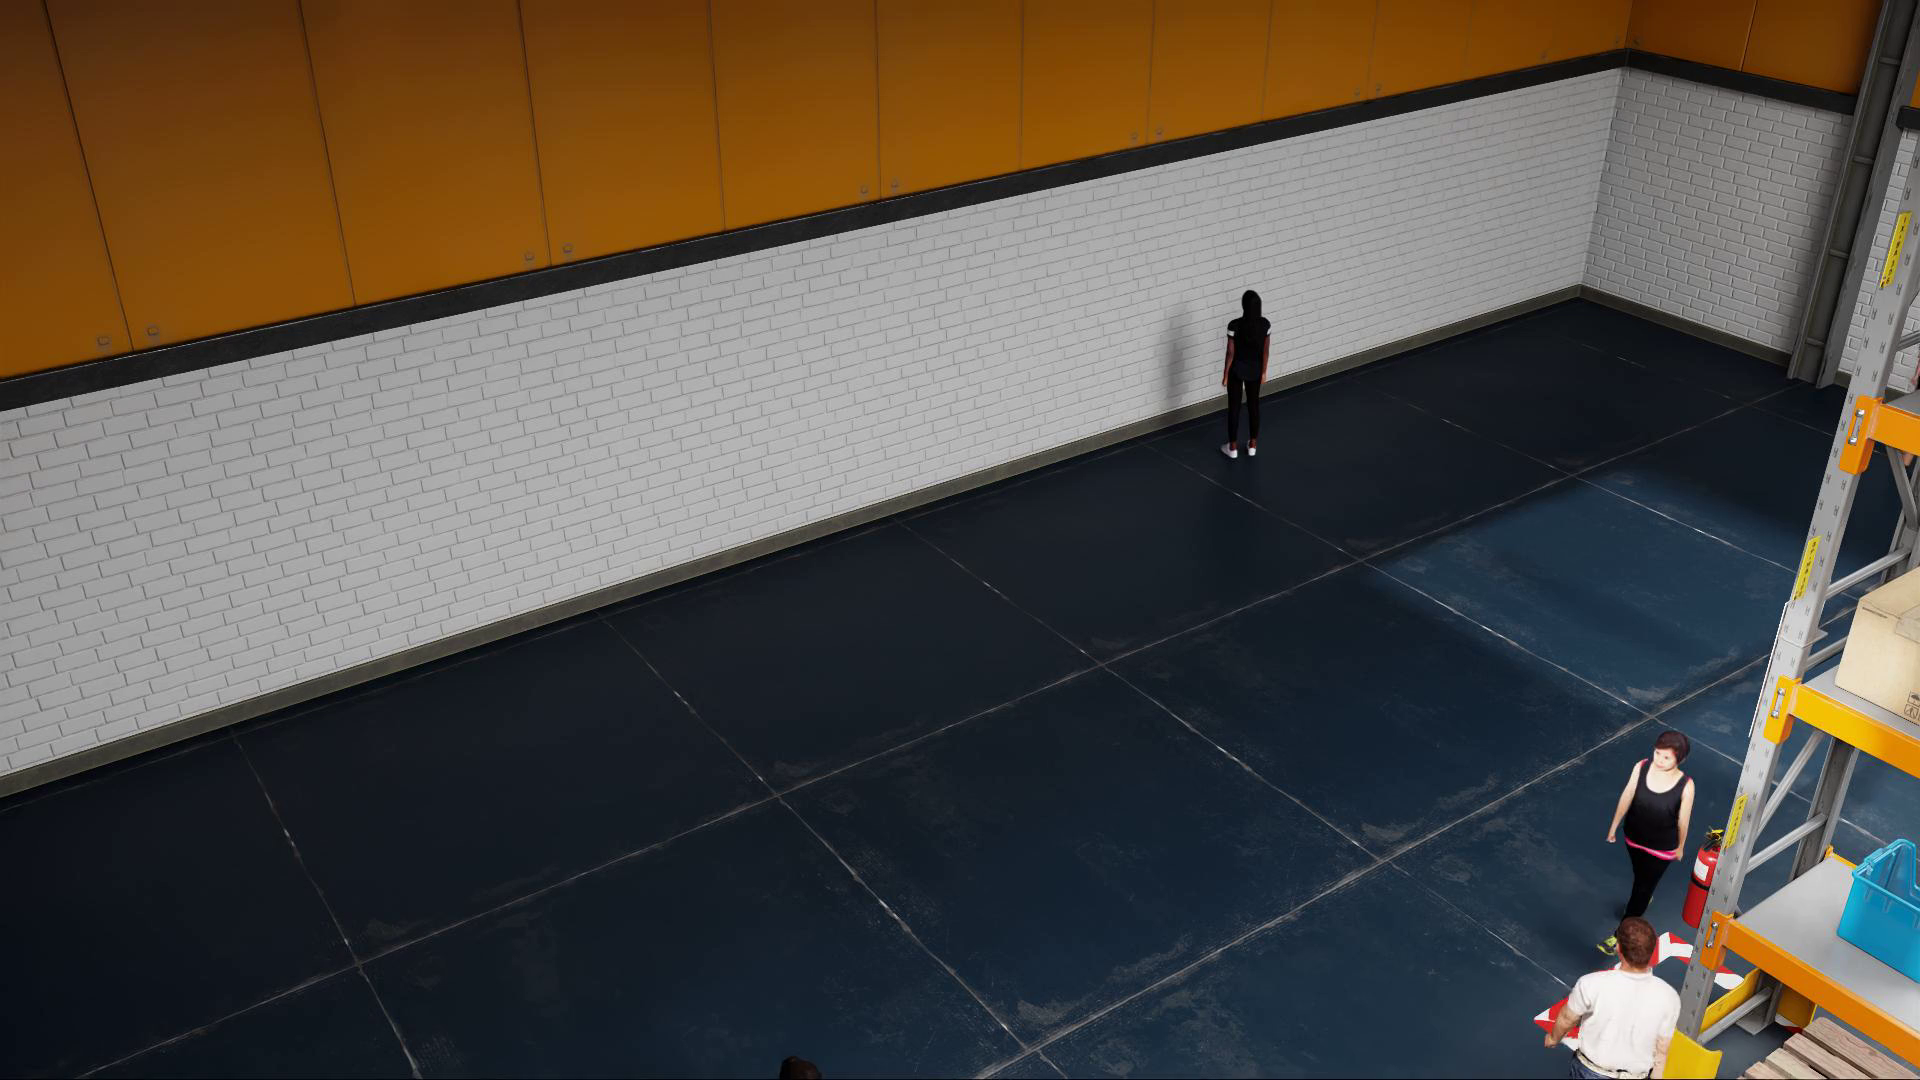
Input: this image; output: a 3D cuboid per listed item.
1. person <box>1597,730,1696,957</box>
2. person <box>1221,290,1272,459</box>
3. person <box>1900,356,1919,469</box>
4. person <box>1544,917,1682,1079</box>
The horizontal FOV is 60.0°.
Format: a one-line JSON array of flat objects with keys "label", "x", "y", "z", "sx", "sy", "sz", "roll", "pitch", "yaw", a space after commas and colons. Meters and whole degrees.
[{"label": "person", "x": 4.344, "y": 1.817, "z": 10.371, "sx": 0.668, "sy": 1.508, "sz": 0.977, "roll": -21, "pitch": 35, "yaw": -34}, {"label": "person", "x": 2.827, "y": -1.653, "z": 16.501, "sx": 0.691, "sy": 1.730, "sz": 0.681, "roll": -5, "pitch": 29, "yaw": -10}, {"label": "person", "x": 9.572, "y": -1.558, "z": 16.211, "sx": 0.716, "sy": 1.841, "sz": 0.835, "roll": 12, "pitch": 31, "yaw": 21}, {"label": "person", "x": 3.250, "y": 2.778, "z": 8.314, "sx": 1.228, "sy": 1.790, "sz": 1.321, "roll": 3, "pitch": 29, "yaw": 5}]
